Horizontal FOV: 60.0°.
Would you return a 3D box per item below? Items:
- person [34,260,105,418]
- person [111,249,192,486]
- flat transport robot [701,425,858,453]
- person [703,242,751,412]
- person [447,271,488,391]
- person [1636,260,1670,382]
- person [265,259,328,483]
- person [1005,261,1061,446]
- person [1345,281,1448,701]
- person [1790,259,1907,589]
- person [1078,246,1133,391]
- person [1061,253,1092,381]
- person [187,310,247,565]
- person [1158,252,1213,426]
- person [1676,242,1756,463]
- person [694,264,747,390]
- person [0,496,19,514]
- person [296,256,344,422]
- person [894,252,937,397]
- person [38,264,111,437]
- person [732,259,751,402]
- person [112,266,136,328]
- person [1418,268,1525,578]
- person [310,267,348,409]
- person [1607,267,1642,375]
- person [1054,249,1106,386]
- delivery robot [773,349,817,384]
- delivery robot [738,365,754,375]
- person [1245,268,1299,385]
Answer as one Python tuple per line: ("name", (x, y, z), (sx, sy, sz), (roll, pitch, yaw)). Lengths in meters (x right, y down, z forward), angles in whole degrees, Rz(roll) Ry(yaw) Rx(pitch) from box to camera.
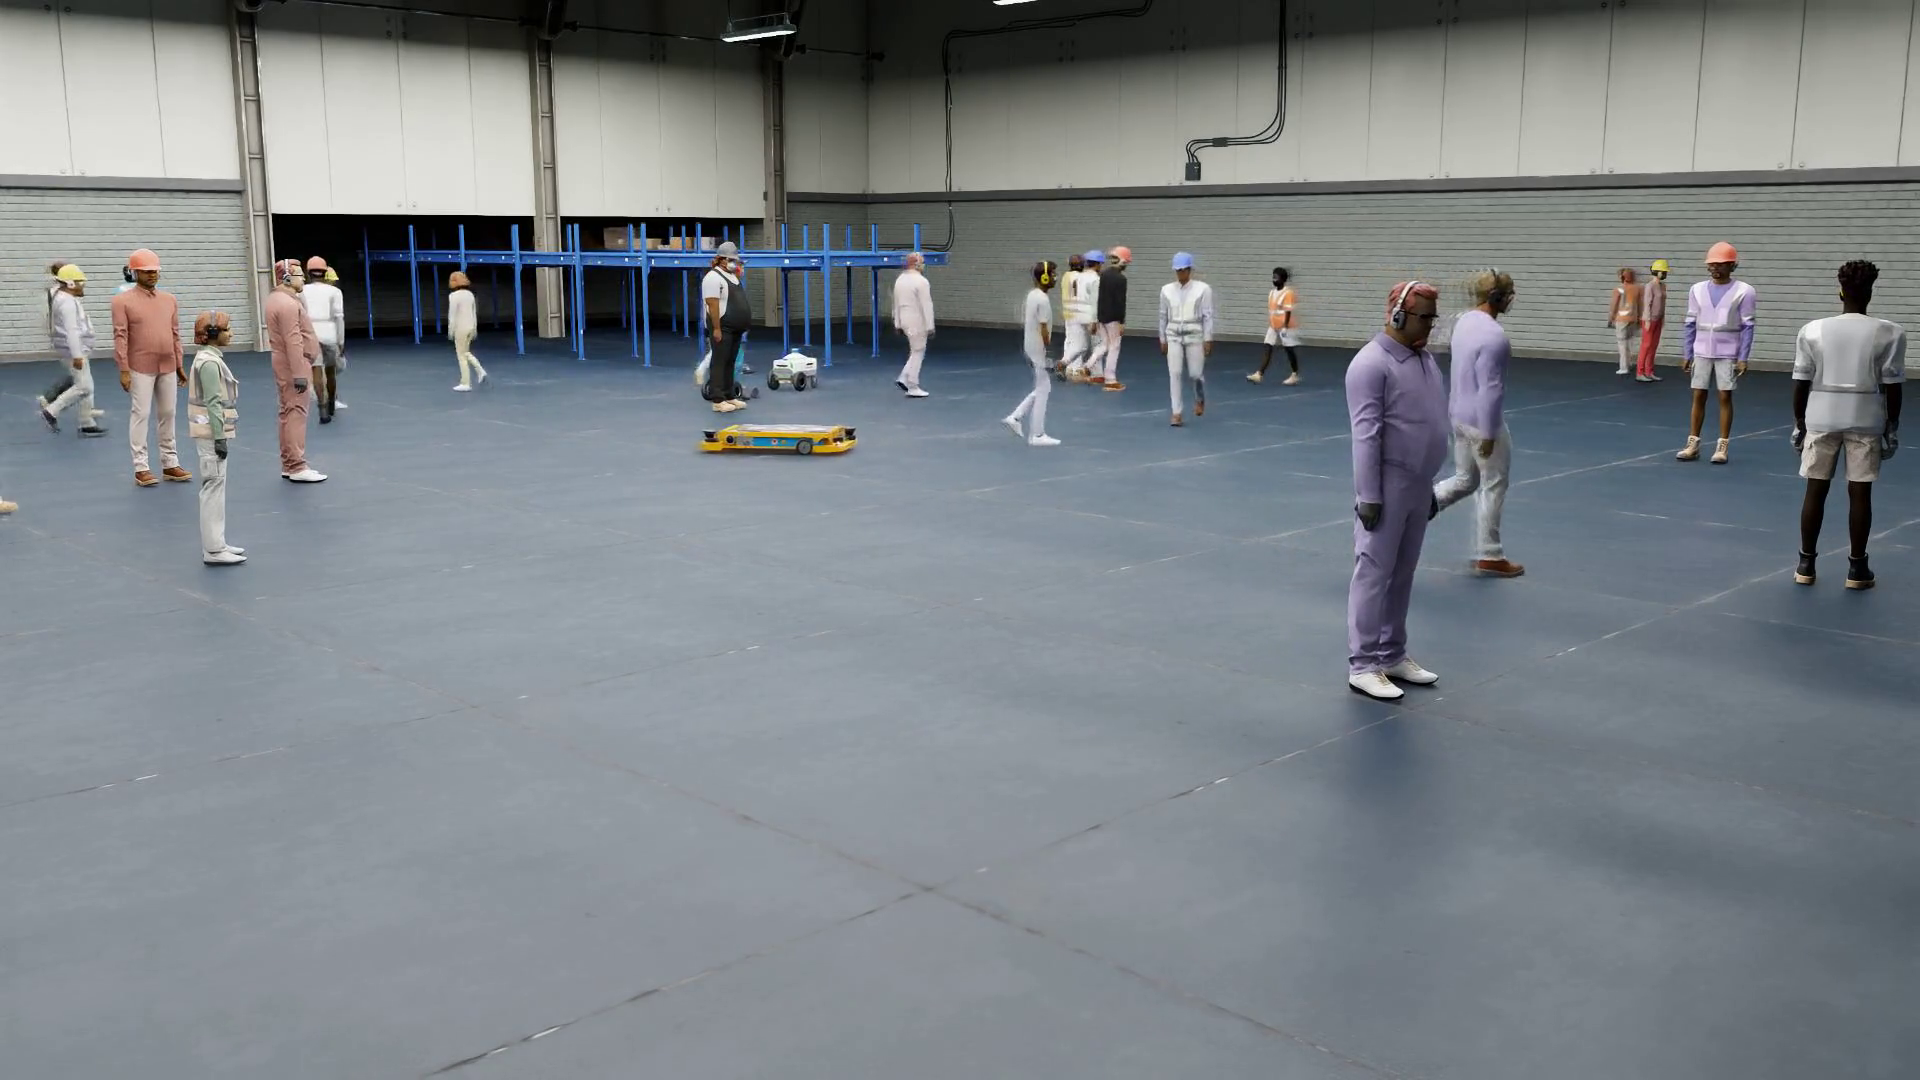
("person", (-10.232, -2.269, 18.985), (0.521, 1.825, 0.786), (6, 12, 31))
("person", (-6.898, -1.478, 14.211), (0.386, 1.992, 0.624), (6, 12, 29))
("flat transport robot", (-1.783, -1.015, 16.508), (1.431, 0.197, 0.652), (2, 10, 8))
("person", (-2.800, -2.578, 20.201), (0.536, 2.000, 0.673), (3, 11, 15))
("person", (-6.778, -2.853, 22.734), (0.388, 1.623, 0.512), (3, 11, 17))
("person", (10.088, -3.180, 24.144), (0.518, 1.757, 0.338), (-10, 14, -43))
("person", (-5.734, -1.461, 14.359), (0.408, 1.906, 0.653), (-6, 12, -31))
("person", (0.768, -1.881, 16.798), (0.448, 1.855, 0.530), (-2, 11, -11))
("person", (2.040, -0.238, 7.705), (0.410, 1.904, 0.639), (9, 14, 40))
("person", (5.348, -0.700, 10.048), (0.607, 1.966, 0.367), (7, 13, 34))
("person", (2.025, -2.997, 22.595), (0.641, 1.956, 0.659), (-4, 11, -23))
("person", (1.714, -3.260, 24.340), (0.429, 1.846, 0.629), (-3, 11, -18))
("person", (-4.829, -0.667, 10.793), (0.318, 1.631, 0.514), (-5, 11, -24))
("person", (2.545, -2.263, 18.680), (0.623, 1.929, 0.624), (4, 11, 20))
("person", (7.059, -1.744, 15.530), (0.609, 2.044, 0.397), (10, 14, 44))
("person", (-3.264, -2.940, 22.651), (0.634, 1.828, 0.655), (4, 11, 22))
("person", (-7.678, -1.115, 12.724), (0.796, 1.816, 0.633), (1, 10, 5))
("person", (-7.349, -2.310, 19.132), (0.530, 1.873, 1.080), (-4, 11, -23))
("person", (-0.552, -2.820, 21.806), (0.443, 1.889, 0.656), (-6, 12, -31))
("person", (-9.319, -1.972, 17.400), (0.568, 1.811, 0.606), (-5, 12, -27))
("person", (-2.908, -2.691, 21.364), (0.547, 1.807, 0.595), (-4, 11, -21))
("person", (-12.567, -3.336, 25.278), (0.863, 1.648, 0.545), (6, 12, 29))
("person", (3.135, -0.725, 10.335), (0.769, 1.917, 0.636), (-1, 10, -5))
("person", (-7.806, -2.485, 20.438), (0.468, 1.729, 0.489), (1, 10, 5))
("person", (10.116, -3.338, 25.377), (0.524, 1.618, 0.524), (-3, 11, -16))
("person", (1.757, -3.134, 23.468), (0.774, 1.915, 0.619), (-5, 12, -25))
("delivery robot", (-2.288, -2.410, 23.083), (0.477, 0.478, 0.707), (5, 12, 25))
("delivery robot", (-2.953, -2.262, 21.570), (0.335, 0.223, 0.698), (6, 12, 30))
("person", (4.460, -3.000, 23.429), (0.858, 1.642, 0.549), (-5, 12, -26))
